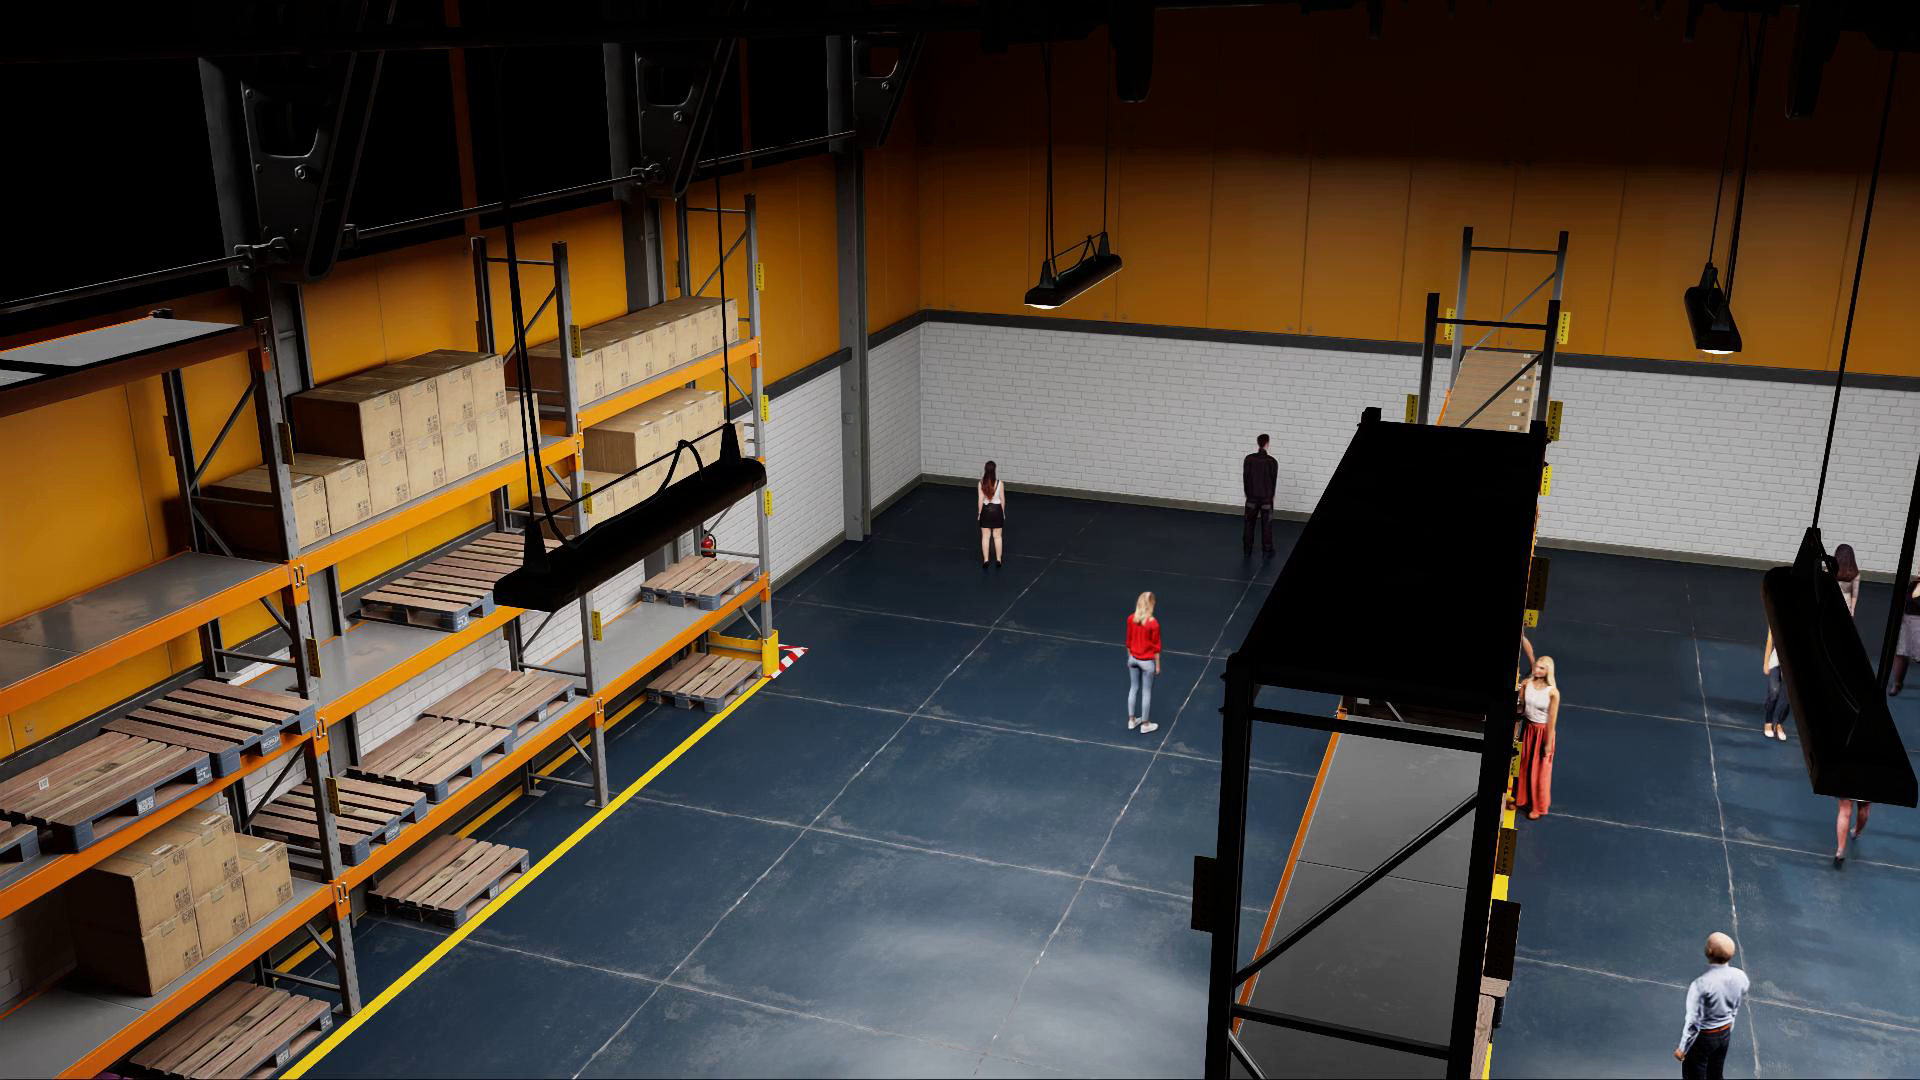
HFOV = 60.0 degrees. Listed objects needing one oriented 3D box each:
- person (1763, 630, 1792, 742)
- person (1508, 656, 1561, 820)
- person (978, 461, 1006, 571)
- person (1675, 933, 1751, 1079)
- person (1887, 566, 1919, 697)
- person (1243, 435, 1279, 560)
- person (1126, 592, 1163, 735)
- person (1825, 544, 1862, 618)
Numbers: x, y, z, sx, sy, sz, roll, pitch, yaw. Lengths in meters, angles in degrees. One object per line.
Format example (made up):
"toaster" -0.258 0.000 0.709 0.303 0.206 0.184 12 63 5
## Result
"person" 9.485 1.422 19.207 0.650 1.774 0.645 4 19 11
"person" 6.018 2.037 17.341 0.767 1.800 0.732 -13 23 -34
"person" 0.463 -0.370 24.721 0.623 1.650 0.624 -1 19 -2
"person" 5.543 3.721 12.354 0.730 1.792 0.781 -7 20 -21
"person" 11.709 1.101 20.217 1.016 1.738 1.002 -5 19 -15
"person" 4.552 -0.670 25.206 0.700 1.911 0.600 8 20 24
"person" 2.123 1.413 19.344 0.686 1.704 0.641 15 24 38
"person" 10.975 0.890 20.834 0.576 1.745 0.501 6 20 18
